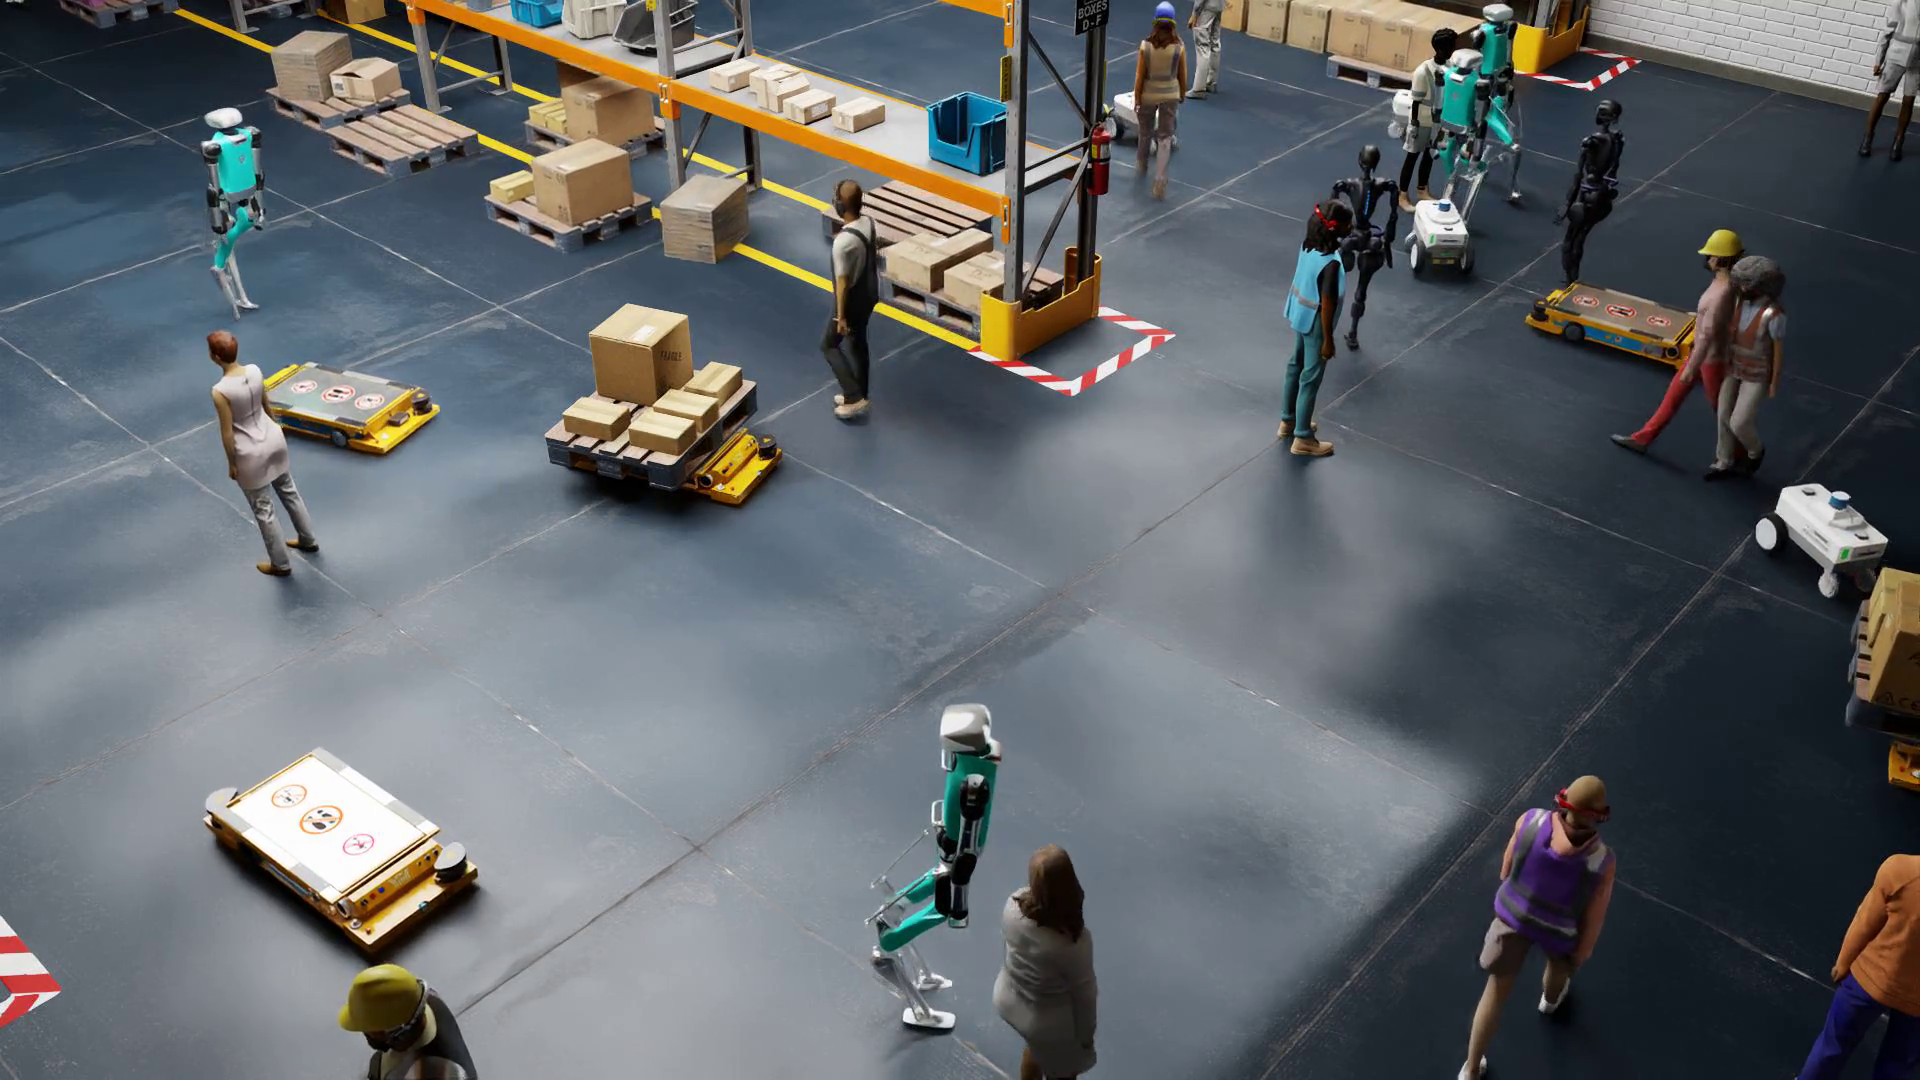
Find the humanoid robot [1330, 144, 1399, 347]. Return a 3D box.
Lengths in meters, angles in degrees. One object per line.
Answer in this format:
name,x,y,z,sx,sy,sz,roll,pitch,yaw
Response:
humanoid robot,3.066,-2.271,12.849,0.596,1.649,0.342,0,35,0

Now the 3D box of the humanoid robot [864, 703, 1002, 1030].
humanoid robot,-0.175,1.458,7.381,0.707,1.751,0.540,0,35,0

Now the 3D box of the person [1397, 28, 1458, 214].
person,4.253,-3.801,15.062,0.532,1.693,0.320,-20,39,-26

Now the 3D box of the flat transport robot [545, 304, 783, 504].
flat transport robot,-2.038,-0.627,11.718,1.431,0.231,0.659,13,37,18

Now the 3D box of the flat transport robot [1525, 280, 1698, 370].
flat transport robot,5.341,-1.713,13.292,1.431,0.231,0.659,24,41,30

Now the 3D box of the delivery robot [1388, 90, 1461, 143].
delivery robot,4.754,-4.303,16.803,0.808,0.606,0.499,14,37,20

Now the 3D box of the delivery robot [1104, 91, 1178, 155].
delivery robot,1.853,-4.235,16.682,0.499,0.581,0.774,-19,39,-26

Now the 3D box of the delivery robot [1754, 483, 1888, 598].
delivery robot,5.528,-0.050,10.628,0.499,0.591,0.768,-8,35,-11

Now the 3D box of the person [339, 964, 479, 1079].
person,-1.961,2.235,6.211,0.403,1.817,0.598,-14,37,-20

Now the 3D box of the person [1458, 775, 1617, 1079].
person,2.525,1.647,7.210,0.481,1.640,0.932,22,40,28

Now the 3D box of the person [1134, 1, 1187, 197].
person,1.871,-4.159,15.548,0.463,1.730,0.887,6,35,8

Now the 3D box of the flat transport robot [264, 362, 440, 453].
flat transport robot,-4.630,-0.993,12.248,1.431,0.231,0.659,13,37,18

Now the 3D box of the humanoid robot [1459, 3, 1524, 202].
humanoid robot,5.063,-3.941,15.284,0.558,1.767,1.014,-20,39,-27

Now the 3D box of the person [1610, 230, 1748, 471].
person,5.139,-1.272,11.383,0.925,1.704,0.611,14,37,19

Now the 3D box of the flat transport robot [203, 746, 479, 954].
flat transport robot,-3.209,1.550,8.565,1.431,0.231,0.659,24,41,30

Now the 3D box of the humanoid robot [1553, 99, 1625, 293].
humanoid robot,5.127,-2.783,13.608,0.611,1.652,0.345,-22,40,-29

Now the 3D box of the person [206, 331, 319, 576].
person,-4.390,-0.547,10.386,0.309,1.650,0.435,13,37,19

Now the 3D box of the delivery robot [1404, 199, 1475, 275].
delivery robot,4.155,-2.632,14.382,0.502,0.607,0.778,2,35,3

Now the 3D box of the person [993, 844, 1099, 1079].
person,0.358,1.915,6.829,0.401,1.636,0.491,-28,43,-34

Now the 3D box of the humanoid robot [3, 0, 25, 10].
humanoid robot,-11.645,-7.238,20.046,0.535,1.773,0.976,-19,39,-25

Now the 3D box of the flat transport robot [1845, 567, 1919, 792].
flat transport robot,5.642,0.983,9.386,0.659,0.231,1.431,15,37,21

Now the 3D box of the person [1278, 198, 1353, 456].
person,2.457,-1.481,11.548,0.397,1.870,0.528,-5,35,-7

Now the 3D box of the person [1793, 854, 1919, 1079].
person,3.829,1.783,6.735,0.516,1.973,0.402,19,39,25

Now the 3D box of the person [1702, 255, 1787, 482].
person,5.284,-1.132,11.208,0.467,1.661,0.486,-17,38,-23

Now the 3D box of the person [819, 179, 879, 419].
person,-0.782,-1.710,11.909,0.399,1.825,0.510,19,39,26

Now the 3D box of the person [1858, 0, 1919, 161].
person,9.146,-4.635,16.075,0.546,1.923,0.386,15,37,20

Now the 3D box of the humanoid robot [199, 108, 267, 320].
humanoid robot,-5.876,-2.577,13.325,0.774,1.854,0.553,16,38,22

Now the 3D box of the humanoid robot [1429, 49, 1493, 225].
humanoid robot,4.444,-3.448,14.580,0.829,1.823,0.543,-28,44,-34

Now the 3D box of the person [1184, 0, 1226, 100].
person,2.610,-5.580,17.460,0.394,1.900,0.534,24,41,30
